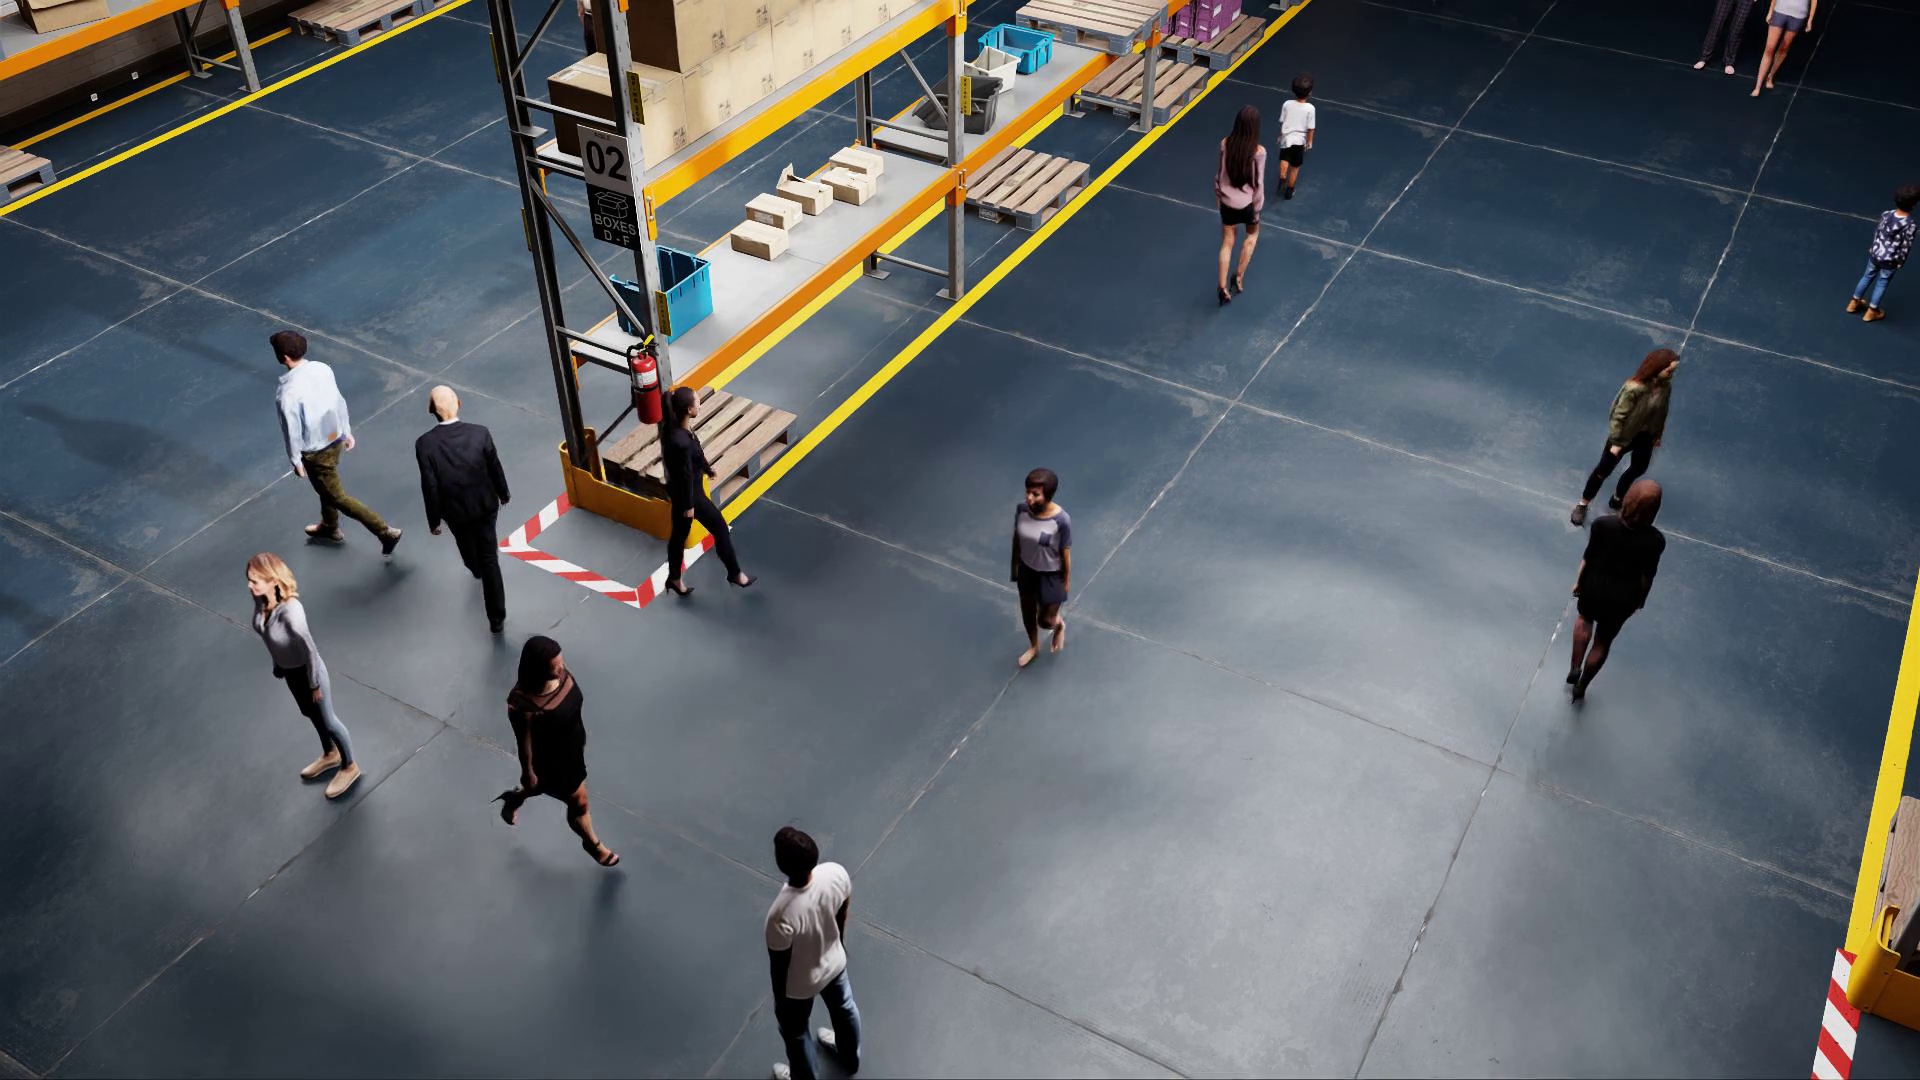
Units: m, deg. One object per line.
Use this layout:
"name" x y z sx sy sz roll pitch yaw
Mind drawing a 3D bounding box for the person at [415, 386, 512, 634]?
"person" -3.241 -0.177 11.006 1.238 1.760 1.254 -12 40 -15

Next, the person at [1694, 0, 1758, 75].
"person" 8.599 -6.100 18.332 0.683 1.872 0.579 15 41 18

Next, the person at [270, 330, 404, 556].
"person" -4.364 -0.630 11.555 0.903 1.783 1.125 10 40 13

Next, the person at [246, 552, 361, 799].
"person" -3.871 0.773 9.787 0.627 1.796 0.563 30 47 32

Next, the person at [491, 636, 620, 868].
"person" -2.371 1.182 9.364 0.896 1.684 1.060 10 40 12

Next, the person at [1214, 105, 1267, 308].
"person" 2.359 -2.818 14.286 0.663 1.793 0.678 22 44 25

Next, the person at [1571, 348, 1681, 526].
"person" 4.856 -0.753 11.966 0.764 1.461 0.833 -19 42 -22

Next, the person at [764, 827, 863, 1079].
"person" -0.726 2.072 8.111 0.594 1.858 0.785 -32 48 -33

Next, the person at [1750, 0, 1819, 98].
"person" 8.953 -5.681 17.944 0.695 1.702 0.929 13 41 16

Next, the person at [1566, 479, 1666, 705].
"person" 4.027 0.386 10.354 0.595 1.694 0.611 18 42 21

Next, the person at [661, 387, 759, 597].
"person" -1.908 -0.276 11.189 0.960 1.685 0.865 -13 40 -16

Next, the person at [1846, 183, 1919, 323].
"person" 7.980 -2.486 14.308 0.600 1.248 0.563 -17 42 -20

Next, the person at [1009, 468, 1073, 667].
"person" 0.566 0.153 10.761 0.593 1.550 0.614 23 44 26

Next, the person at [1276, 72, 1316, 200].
"person" 3.215 -3.867 16.034 0.526 1.250 0.522 12 40 15
